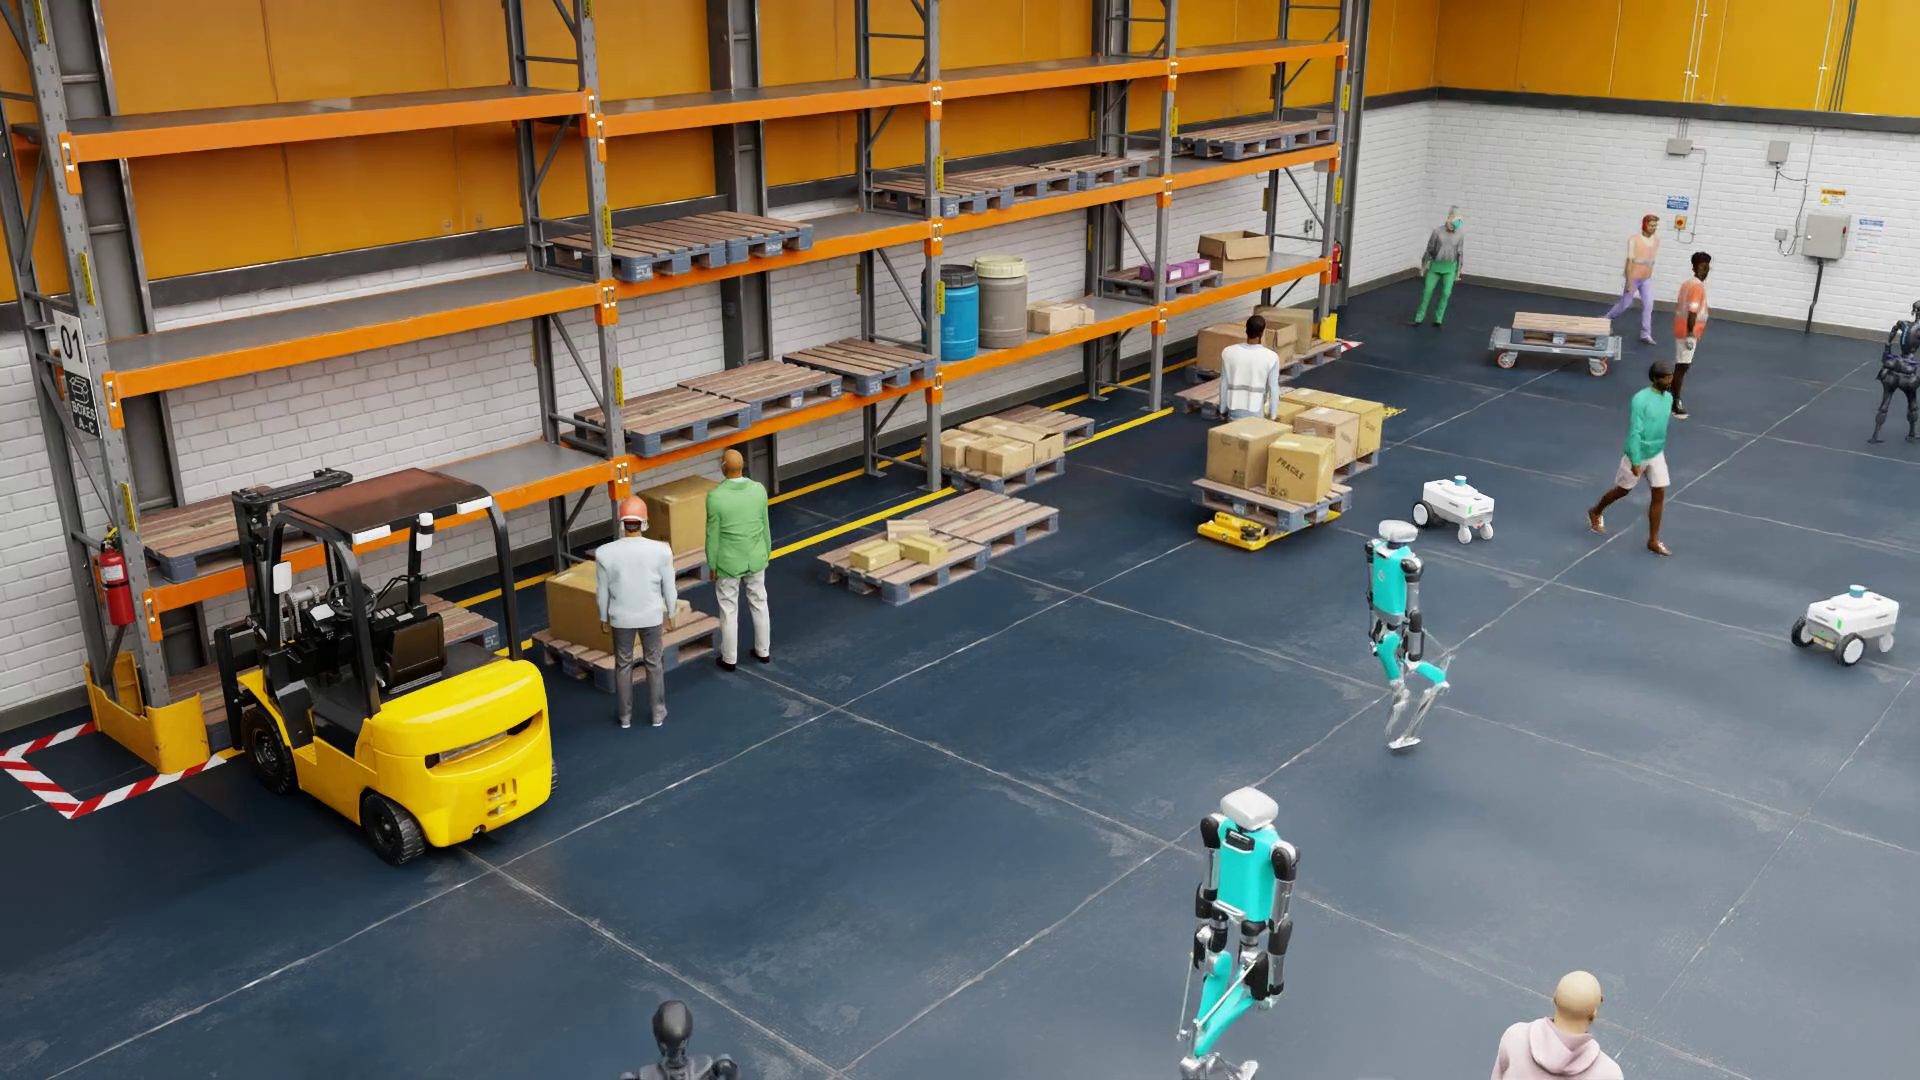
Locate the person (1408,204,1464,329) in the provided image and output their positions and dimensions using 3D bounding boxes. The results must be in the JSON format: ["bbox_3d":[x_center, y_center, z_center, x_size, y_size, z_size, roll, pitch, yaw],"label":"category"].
[{"bbox_3d":[6.913,-3.945,23.997,0.647,1.821,0.429,1,20,3],"label":"person"}]

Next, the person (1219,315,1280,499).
[{"bbox_3d":[2.900,-1.316,16.757,0.599,1.907,0.411,7,21,19],"label":"person"}]

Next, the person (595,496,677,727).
[{"bbox_3d":[-2.325,0.523,12.009,0.576,1.737,0.352,-4,21,-10],"label":"person"}]

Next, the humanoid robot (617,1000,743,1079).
[{"bbox_3d":[-1.125,2.555,6.647,0.599,1.647,0.558,-7,21,-18],"label":"humanoid robot"}]

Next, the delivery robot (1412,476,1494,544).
[{"bbox_3d":[4.779,-0.318,16.022,0.499,0.609,0.813,-9,22,-24],"label":"delivery robot"}]

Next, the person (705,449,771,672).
[{"bbox_3d":[-1.717,0.157,12.955,0.545,1.777,0.385,-12,23,-29],"label":"person"}]

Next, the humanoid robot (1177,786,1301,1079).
[{"bbox_3d":[1.212,2.060,7.857,0.891,1.769,0.557,-18,27,-39],"label":"humanoid robot"}]

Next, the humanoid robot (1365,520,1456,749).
[{"bbox_3d":[3.167,0.735,11.583,0.732,1.879,0.541,-9,22,-22],"label":"humanoid robot"}]

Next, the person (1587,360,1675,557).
[{"bbox_3d":[6.356,-0.819,15.559,0.507,1.812,0.924,-8,22,-22],"label":"person"}]

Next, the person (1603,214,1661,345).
[{"bbox_3d":[9.470,-3.687,23.329,0.571,1.801,0.902,-10,22,-25],"label":"person"}]

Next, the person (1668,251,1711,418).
[{"bbox_3d":[8.665,-2.444,19.793,0.368,1.926,0.708,6,21,15],"label":"person"}]

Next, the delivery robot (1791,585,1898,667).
[{"bbox_3d":[7.148,0.652,13.351,0.774,0.579,0.499,-9,22,-22],"label":"delivery robot"}]

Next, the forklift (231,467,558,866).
[{"bbox_3d":[-3.730,0.710,10.856,2.313,2.155,1.214,17,26,38],"label":"forklift"}]

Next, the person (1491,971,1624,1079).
[{"bbox_3d":[2.319,2.501,6.603,0.539,1.775,0.405,14,24,33],"label":"person"}]

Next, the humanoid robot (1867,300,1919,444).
[{"bbox_3d":[10.624,-1.894,18.682,0.675,1.634,0.615,-10,22,-25],"label":"humanoid robot"}]

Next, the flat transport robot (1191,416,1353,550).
[{"bbox_3d":[3.014,-0.227,16.167,1.431,0.231,0.659,-18,27,-40],"label":"flat transport robot"}]
